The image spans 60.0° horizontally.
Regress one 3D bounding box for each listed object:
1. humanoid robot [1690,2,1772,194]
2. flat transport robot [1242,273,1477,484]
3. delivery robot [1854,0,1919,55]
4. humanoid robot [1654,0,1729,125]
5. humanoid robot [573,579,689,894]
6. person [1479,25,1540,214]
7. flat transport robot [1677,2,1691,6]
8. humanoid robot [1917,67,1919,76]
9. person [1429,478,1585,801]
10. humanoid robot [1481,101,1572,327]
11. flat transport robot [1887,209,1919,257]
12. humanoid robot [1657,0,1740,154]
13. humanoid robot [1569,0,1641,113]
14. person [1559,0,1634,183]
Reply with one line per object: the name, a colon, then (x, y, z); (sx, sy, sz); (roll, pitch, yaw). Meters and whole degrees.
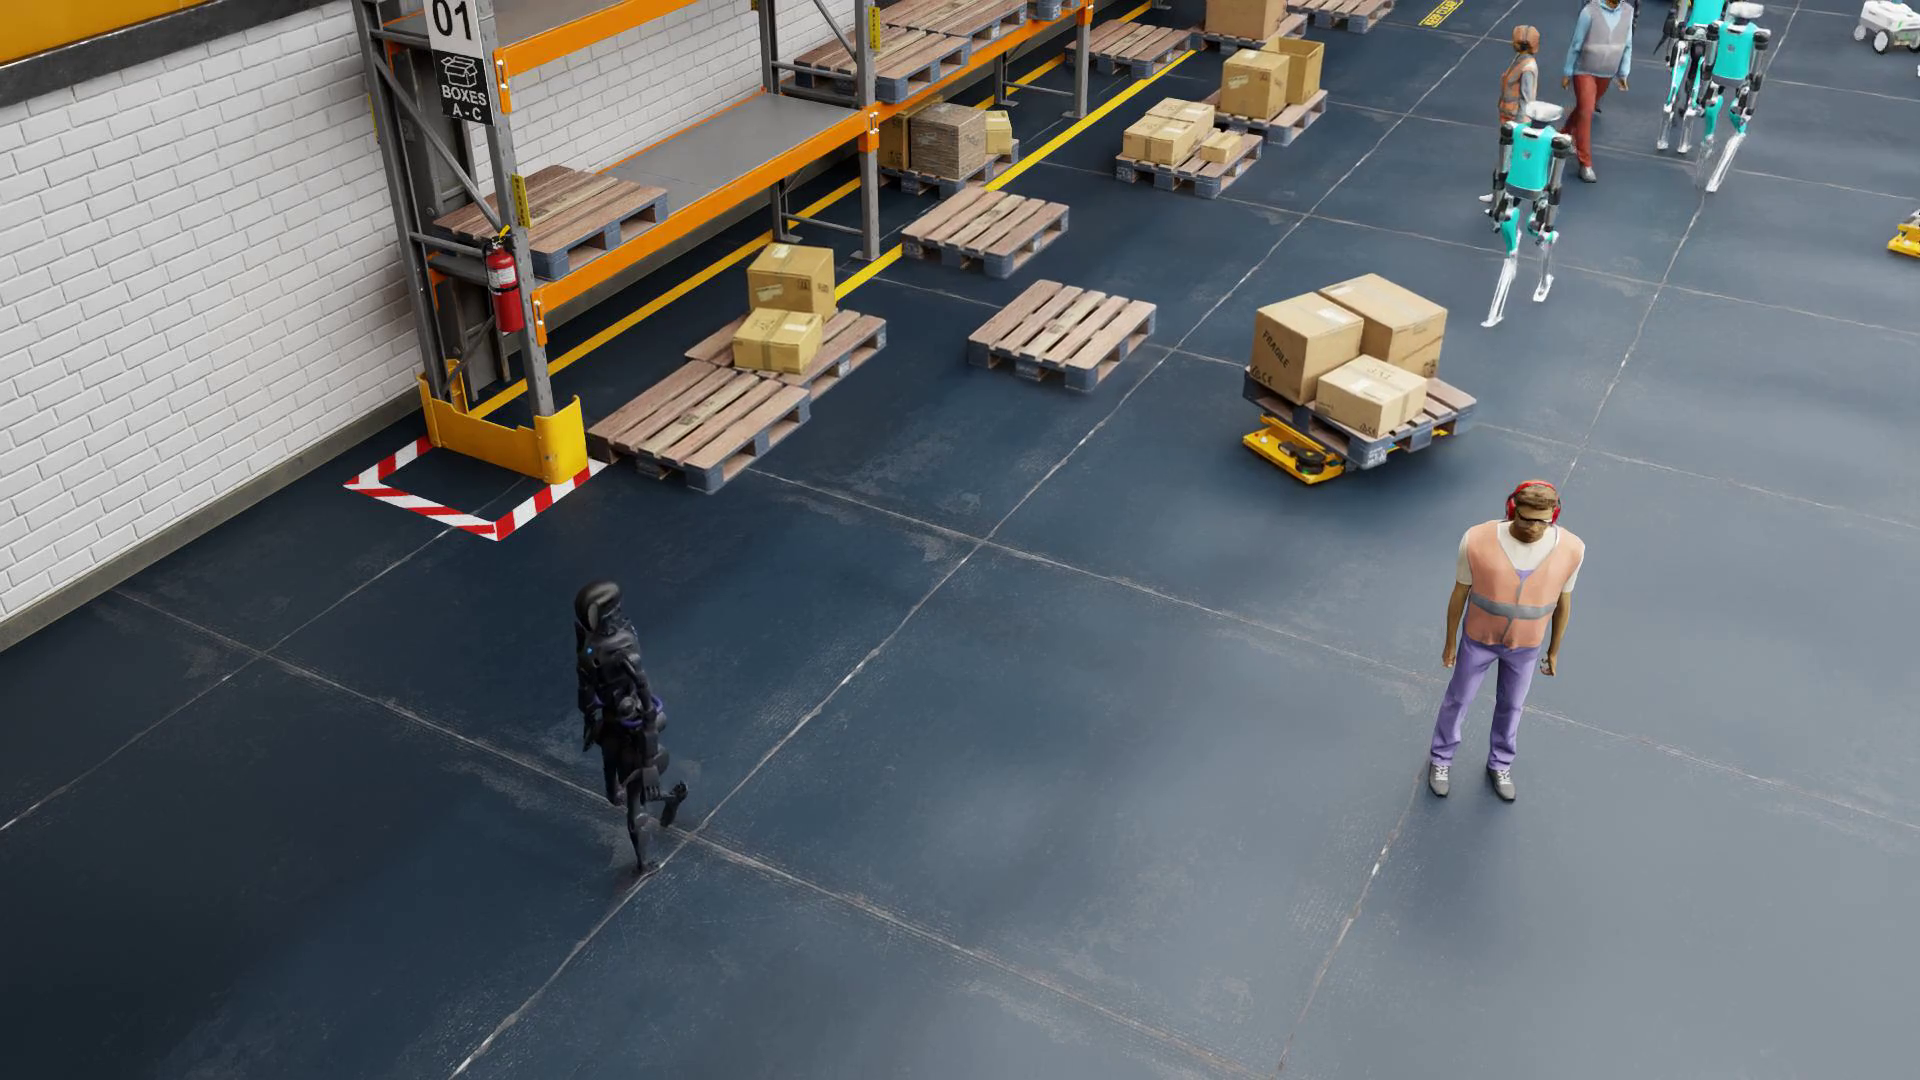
humanoid robot: (6.841, -3.857, 14.731); (0.727, 1.867, 0.532); (-29, 43, -36)
flat transport robot: (2.688, -0.779, 11.327); (1.431, 0.231, 0.659); (-20, 38, -27)
delivery robot: (10.437, -5.795, 18.649); (0.499, 0.586, 0.765); (-5, 34, -8)
humanoid robot: (7.178, -4.941, 16.360); (0.606, 1.652, 0.384); (5, 34, 7)
humanoid robot: (-1.460, 0.856, 7.589); (0.594, 1.643, 0.555); (28, 43, 36)
person: (4.792, -3.631, 14.398); (0.311, 1.636, 0.516); (4, 34, 7)
flat transport robot: (9.014, -6.871, 20.543); (0.659, 0.231, 1.431); (3, 34, 4)
humanoid robot: (10.476, -5.589, 17.345); (0.536, 1.833, 0.830); (-23, 40, -30)
person: (2.610, 0.469, 8.023); (0.559, 1.836, 0.390); (4, 34, 6)
humanoid robot: (4.415, -2.542, 12.696); (0.530, 1.778, 0.996); (26, 42, 34)
flat transport robot: (8.522, -2.664, 14.178); (0.659, 0.231, 1.431); (29, 43, 36)
humanoid robot: (6.821, -4.449, 15.479); (0.531, 1.726, 0.702); (16, 37, 22)
humanoid robot: (6.342, -4.991, 16.426); (0.612, 1.646, 0.341); (22, 39, 30)
person: (5.834, -4.316, 15.266); (0.552, 1.826, 0.995); (-6, 34, -10)
